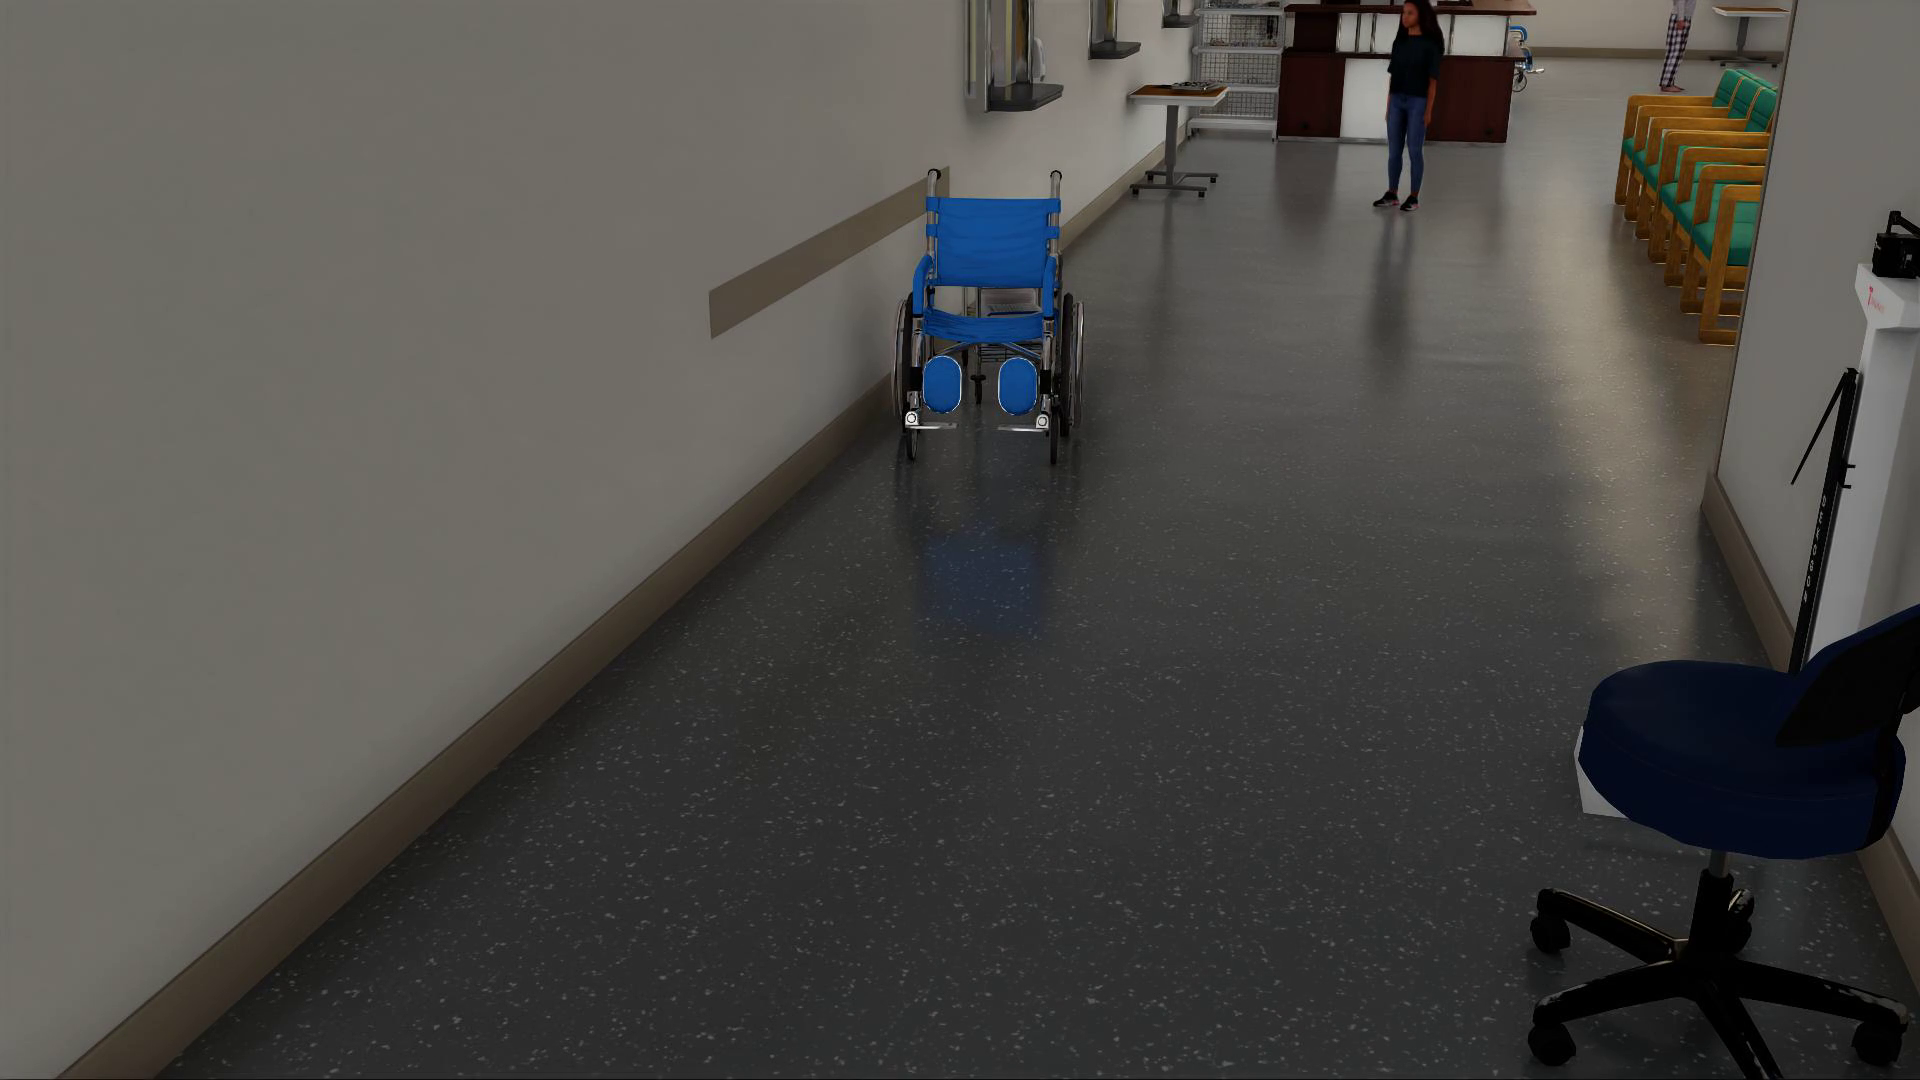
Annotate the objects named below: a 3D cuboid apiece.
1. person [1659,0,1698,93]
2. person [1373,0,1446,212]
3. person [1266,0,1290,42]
[{"bbox_3d":[9.383,-6.805,21.654,0.644,1.848,0.685,13,24,31],"label":"person"},{"bbox_3d":[3.523,-3.385,13.015,0.766,1.571,0.684,-18,27,-39],"label":"person"},{"bbox_3d":[5.720,-9.754,29.997,0.539,1.451,0.699,13,24,31],"label":"person"}]
